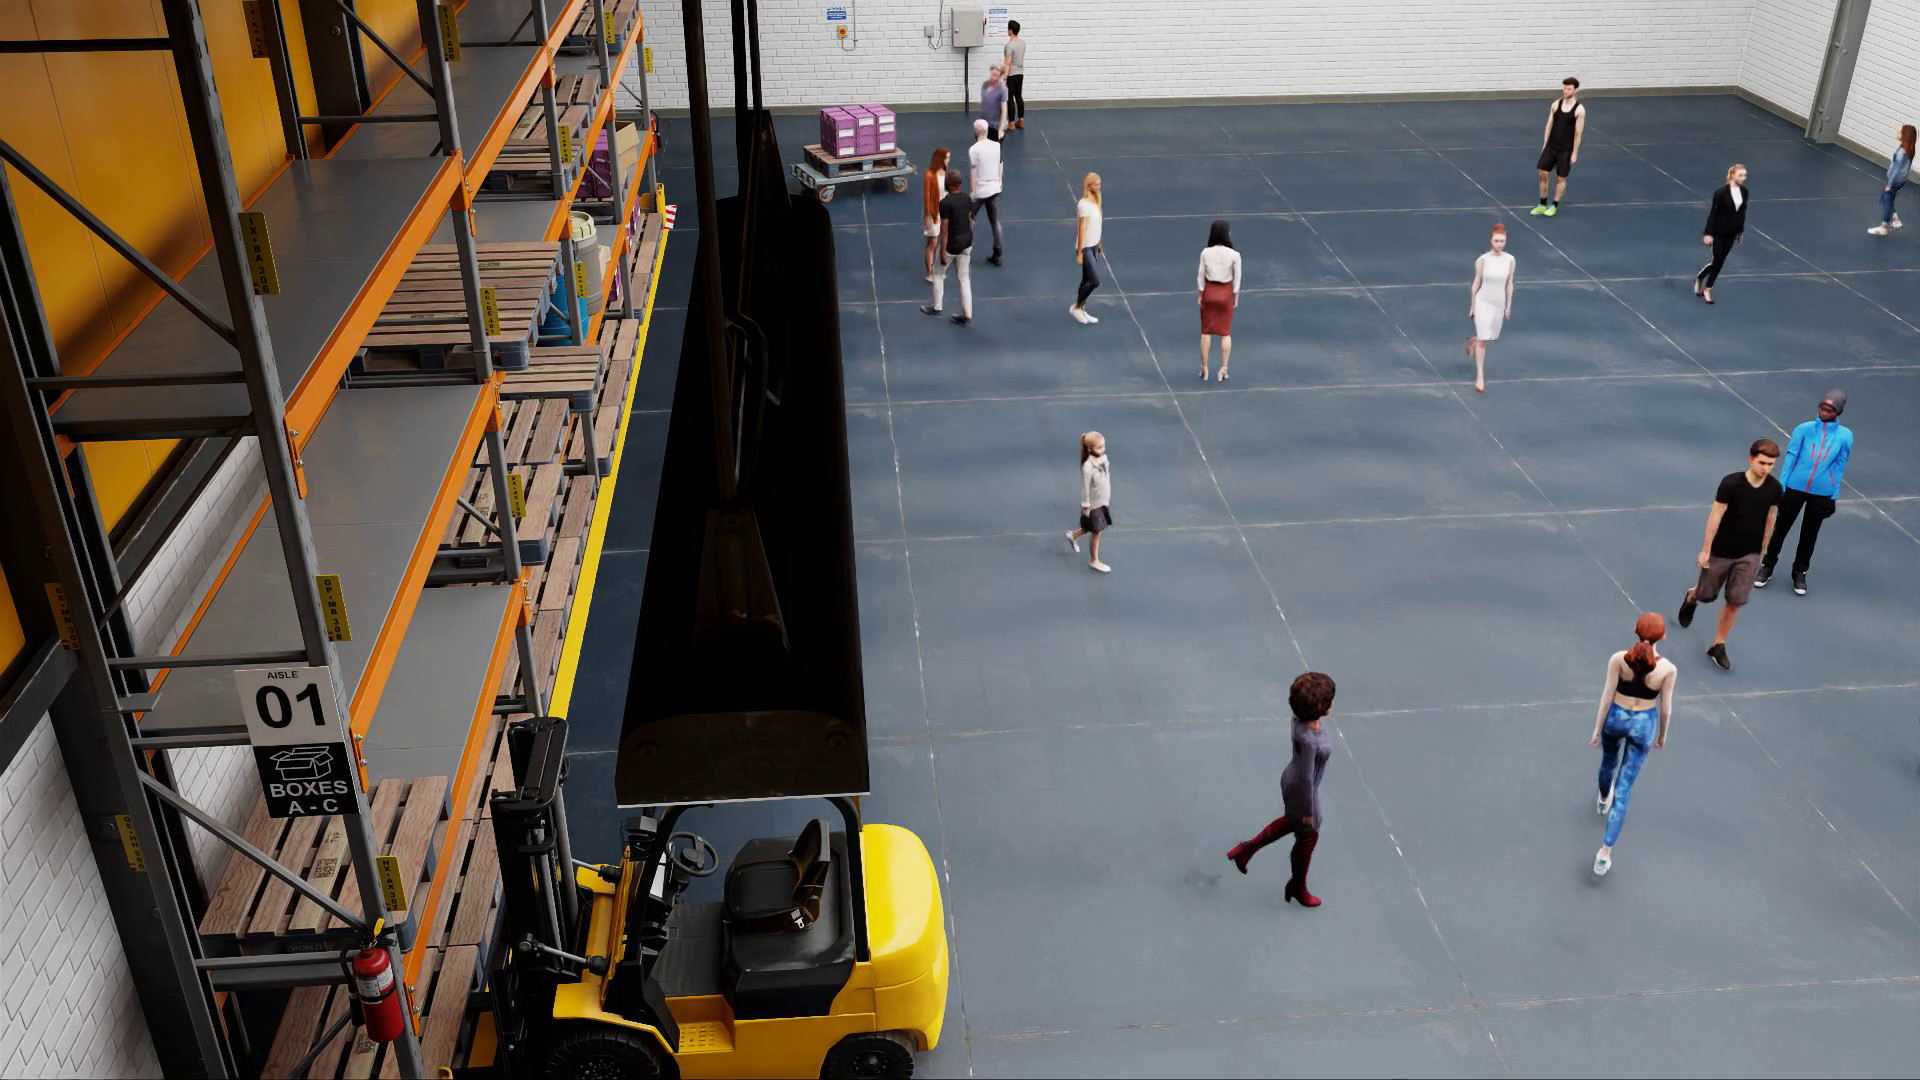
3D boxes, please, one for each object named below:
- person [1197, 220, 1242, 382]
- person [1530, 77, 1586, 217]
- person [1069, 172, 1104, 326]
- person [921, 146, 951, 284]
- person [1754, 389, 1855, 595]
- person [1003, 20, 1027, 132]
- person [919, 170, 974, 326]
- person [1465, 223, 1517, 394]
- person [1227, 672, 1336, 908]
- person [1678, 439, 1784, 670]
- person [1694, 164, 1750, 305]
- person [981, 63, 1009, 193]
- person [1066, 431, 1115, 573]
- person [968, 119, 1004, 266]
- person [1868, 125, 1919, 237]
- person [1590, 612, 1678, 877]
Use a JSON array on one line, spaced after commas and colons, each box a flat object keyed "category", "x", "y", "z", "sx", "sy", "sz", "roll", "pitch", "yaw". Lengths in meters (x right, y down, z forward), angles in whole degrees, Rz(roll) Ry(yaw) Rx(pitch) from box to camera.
[{"category": "person", "x": 2.718, "y": -2.519, "z": 17.562, "sx": 0.654, "sy": 1.751, "sz": 0.619, "roll": 7, "pitch": 29, "yaw": 12}, {"category": "person", "x": 8.206, "y": -5.349, "z": 22.614, "sx": 0.863, "sy": 1.881, "sz": 0.928, "roll": 24, "pitch": 37, "yaw": 37}, {"category": "person", "x": 1.368, "y": -3.314, "z": 18.972, "sx": 0.809, "sy": 1.795, "sz": 0.717, "roll": 12, "pitch": 31, "yaw": 21}, {"category": "person", "x": -0.348, "y": -3.978, "z": 20.290, "sx": 0.814, "sy": 1.699, "sz": 0.753, "roll": 23, "pitch": 36, "yaw": 35}, {"category": "person", "x": 6.968, "y": -0.414, "z": 13.653, "sx": 0.694, "sy": 1.799, "sz": 0.689, "roll": 12, "pitch": 31, "yaw": 20}, {"category": "person", "x": 0.866, "y": -7.442, "z": 26.616, "sx": 0.721, "sy": 1.723, "sz": 0.675, "roll": 25, "pitch": 37, "yaw": 37}, {"category": "person", "x": 0.004, "y": -3.301, "z": 18.964, "sx": 1.008, "sy": 1.781, "sz": 1.090, "roll": -25, "pitch": 37, "yaw": -38}, {"category": "person", "x": 5.528, "y": -2.443, "z": 17.402, "sx": 0.652, "sy": 1.771, "sz": 0.997, "roll": 1, "pitch": 29, "yaw": 2}, {"category": "person", "x": 2.017, "y": 1.536, "z": 10.181, "sx": 0.765, "sy": 1.699, "sz": 0.835, "roll": 4, "pitch": 29, "yaw": 6}, {"category": "person", "x": 5.910, "y": 0.037, "z": 12.773, "sx": 0.777, "sy": 1.849, "sz": 1.039, "roll": 1, "pitch": 29, "yaw": 2}, {"category": "person", "x": 8.963, "y": -3.630, "z": 19.656, "sx": 0.684, "sy": 1.695, "sz": 0.675, "roll": -8, "pitch": 30, "yaw": -15}, {"category": "person", "x": 0.487, "y": -5.836, "z": 23.539, "sx": 1.008, "sy": 1.849, "sz": 0.882, "roll": -14, "pitch": 32, "yaw": -24}, {"category": "person", "x": 1.097, "y": -0.349, "z": 14.091, "sx": 0.793, "sy": 1.264, "sz": 0.749, "roll": 19, "pitch": 34, "yaw": 31}, {"category": "person", "x": 0.362, "y": -4.308, "z": 20.790, "sx": 1.031, "sy": 1.800, "sz": 1.163, "roll": -20, "pitch": 34, "yaw": -32}, {"category": "person", "x": 12.390, "y": -4.707, "z": 21.868, "sx": 0.772, "sy": 1.469, "sz": 0.708, "roll": 20, "pitch": 34, "yaw": 32}, {"category": "person", "x": 4.227, "y": 1.310, "z": 10.560, "sx": 1.027, "sy": 1.734, "sz": 1.294, "roll": 13, "pitch": 31, "yaw": 22}]
